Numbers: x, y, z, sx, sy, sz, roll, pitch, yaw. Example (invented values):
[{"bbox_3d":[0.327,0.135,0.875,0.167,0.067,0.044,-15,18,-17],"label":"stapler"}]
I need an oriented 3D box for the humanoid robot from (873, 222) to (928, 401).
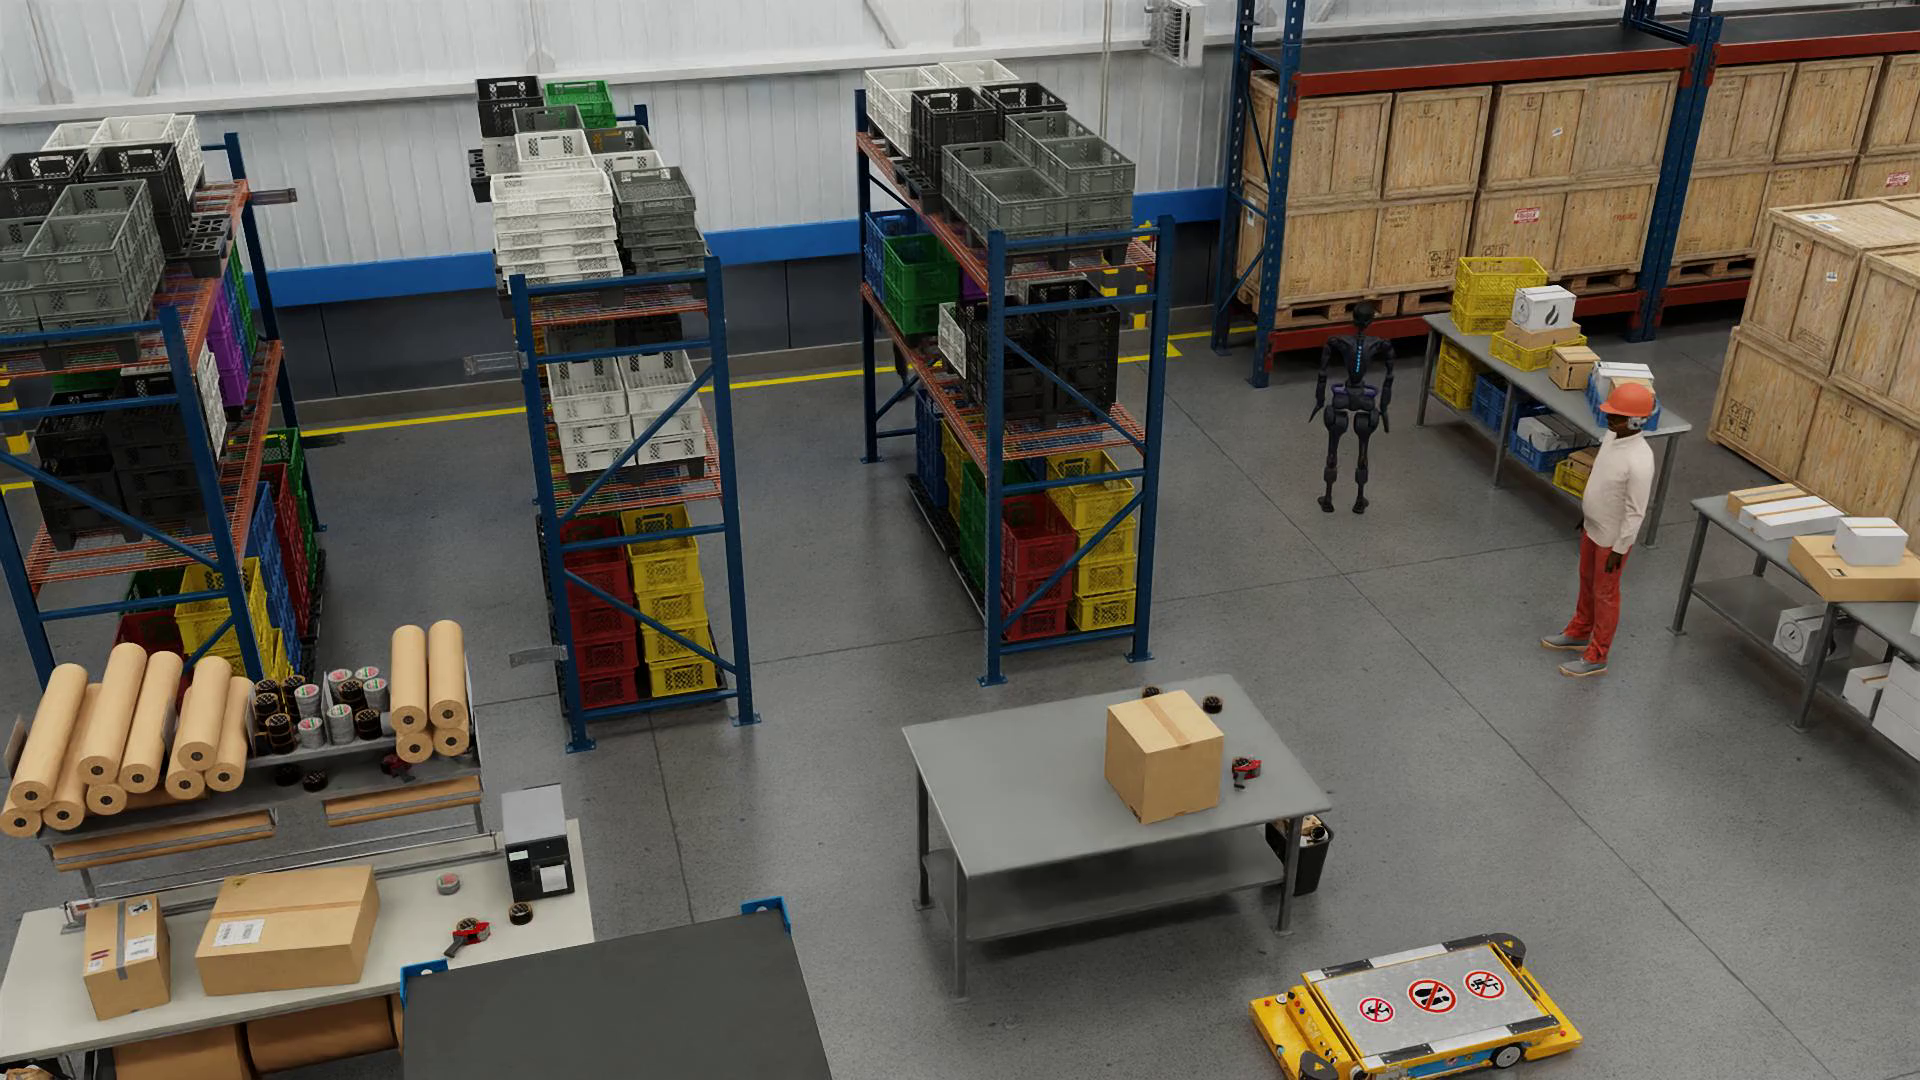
[{"bbox_3d":[-0.440,-1.974,14.303,0.639,1.629,0.458,7,29,12],"label":"humanoid robot"}]

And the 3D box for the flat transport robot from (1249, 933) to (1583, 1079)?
[{"bbox_3d":[2.184,2.282,7.980,1.431,0.197,0.652,-8,30,-14],"label":"flat transport robot"}]

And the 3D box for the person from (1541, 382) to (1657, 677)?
[{"bbox_3d":[4.073,-0.069,10.497,0.380,1.994,0.610,-1,29,-1],"label":"person"}]

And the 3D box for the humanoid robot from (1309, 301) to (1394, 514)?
[{"bbox_3d":[2.941,-1.002,12.508,0.591,1.657,0.328,5,29,9],"label":"humanoid robot"}]
